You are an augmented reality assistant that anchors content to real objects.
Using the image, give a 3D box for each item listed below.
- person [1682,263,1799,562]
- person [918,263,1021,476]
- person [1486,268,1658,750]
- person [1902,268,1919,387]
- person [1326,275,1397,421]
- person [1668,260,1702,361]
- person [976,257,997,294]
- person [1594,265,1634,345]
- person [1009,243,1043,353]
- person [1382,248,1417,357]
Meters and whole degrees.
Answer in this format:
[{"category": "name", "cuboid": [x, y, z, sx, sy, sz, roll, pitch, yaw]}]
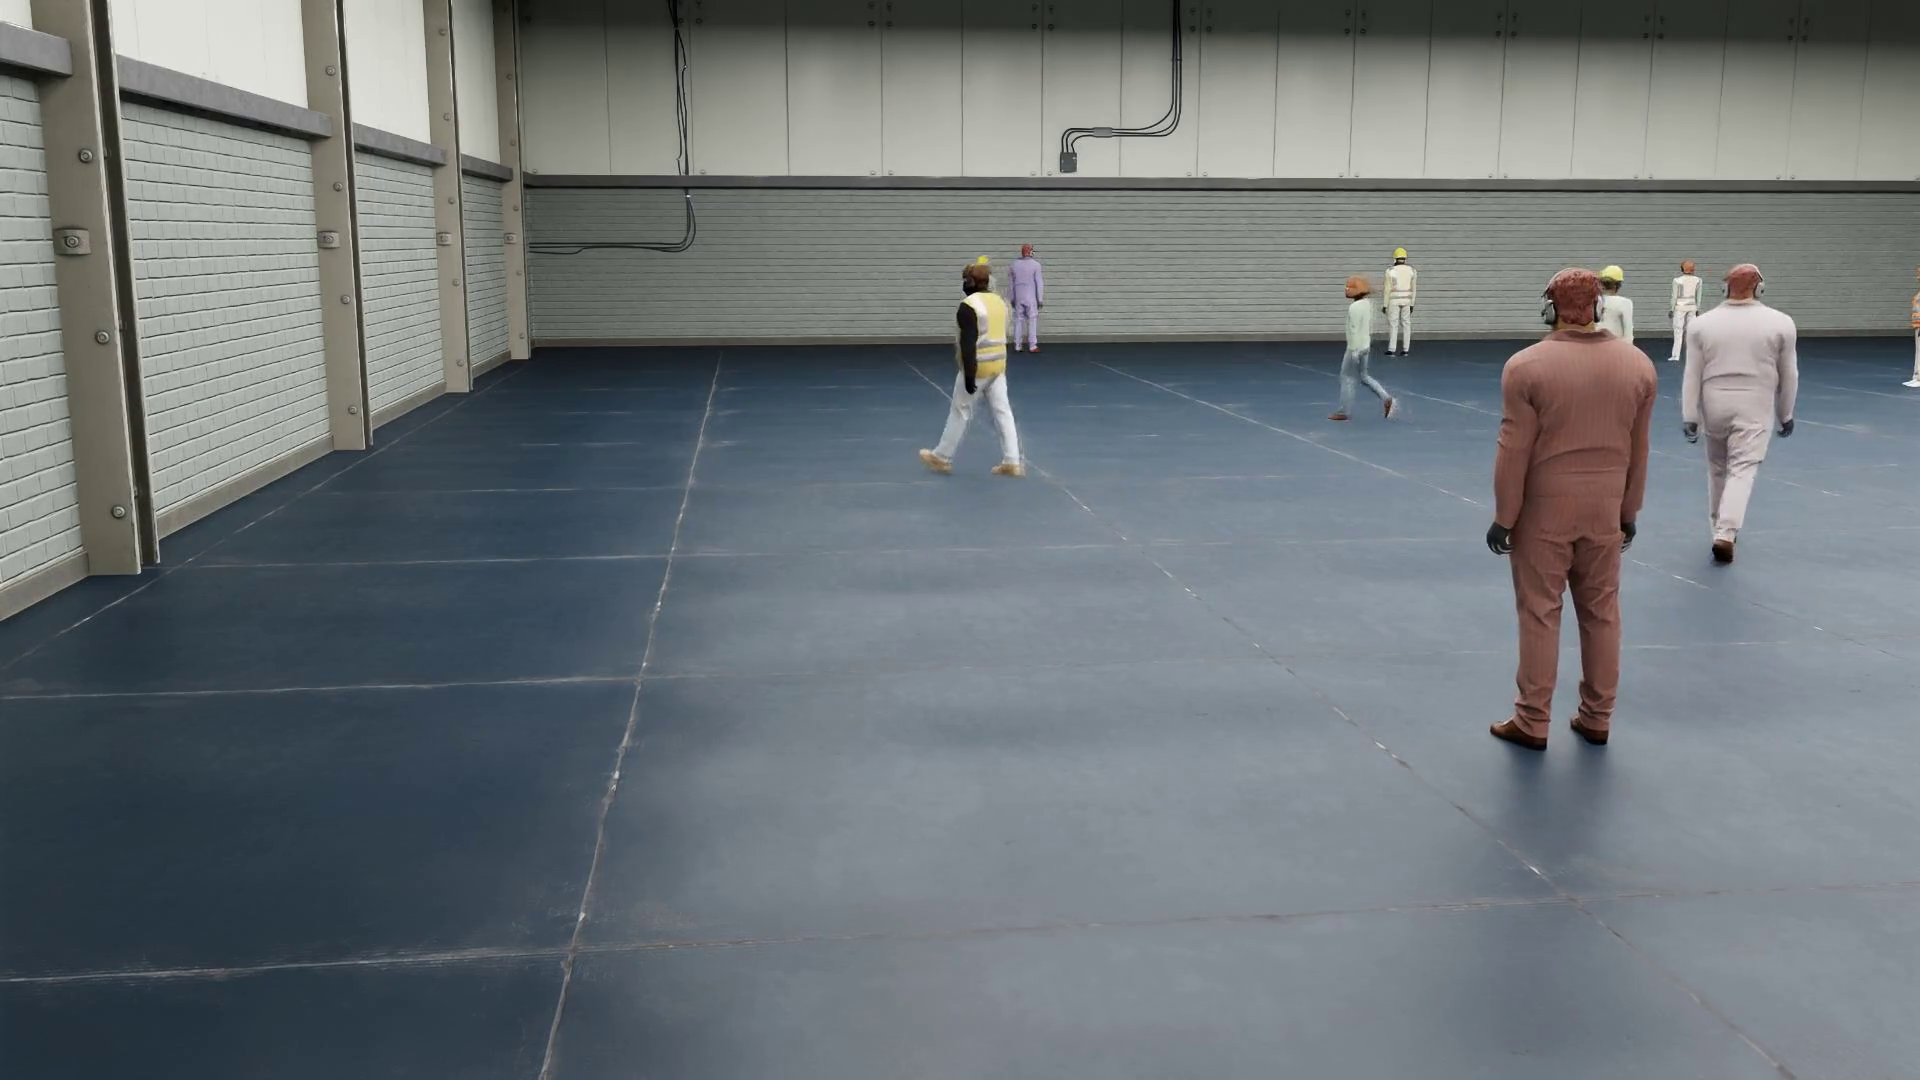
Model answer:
[{"category": "person", "cuboid": [4.911, -0.808, 10.521, 0.637, 1.867, 0.988, 8, 13, 37]}, {"category": "person", "cuboid": [0.120, -1.446, 14.178, 0.968, 1.788, 0.650, 8, 13, 36]}, {"category": "person", "cuboid": [2.389, -0.115, 6.600, 0.643, 1.899, 0.399, -2, 10, -10]}, {"category": "person", "cuboid": [13.003, -2.878, 22.458, 0.307, 1.638, 0.511, 4, 11, 22]}, {"category": "person", "cuboid": [4.410, -2.093, 18.216, 0.684, 1.611, 0.513, 7, 12, 34]}, {"category": "person", "cuboid": [11.798, -3.721, 27.073, 0.522, 1.639, 0.306, -1, 10, -6]}, {"category": "person", "cuboid": [0.356, -3.786, 27.260, 0.507, 1.687, 0.912, -3, 11, -17]}, {"category": "person", "cuboid": [6.732, -2.000, 17.364, 0.808, 1.732, 0.531, -8, 13, -36]}, {"category": "person", "cuboid": [1.176, -4.204, 28.990, 0.648, 1.907, 0.401, 7, 12, 32]}, {"category": "person", "cuboid": [7.426, -4.021, 28.182, 0.591, 1.834, 0.404, -2, 11, -12]}]
